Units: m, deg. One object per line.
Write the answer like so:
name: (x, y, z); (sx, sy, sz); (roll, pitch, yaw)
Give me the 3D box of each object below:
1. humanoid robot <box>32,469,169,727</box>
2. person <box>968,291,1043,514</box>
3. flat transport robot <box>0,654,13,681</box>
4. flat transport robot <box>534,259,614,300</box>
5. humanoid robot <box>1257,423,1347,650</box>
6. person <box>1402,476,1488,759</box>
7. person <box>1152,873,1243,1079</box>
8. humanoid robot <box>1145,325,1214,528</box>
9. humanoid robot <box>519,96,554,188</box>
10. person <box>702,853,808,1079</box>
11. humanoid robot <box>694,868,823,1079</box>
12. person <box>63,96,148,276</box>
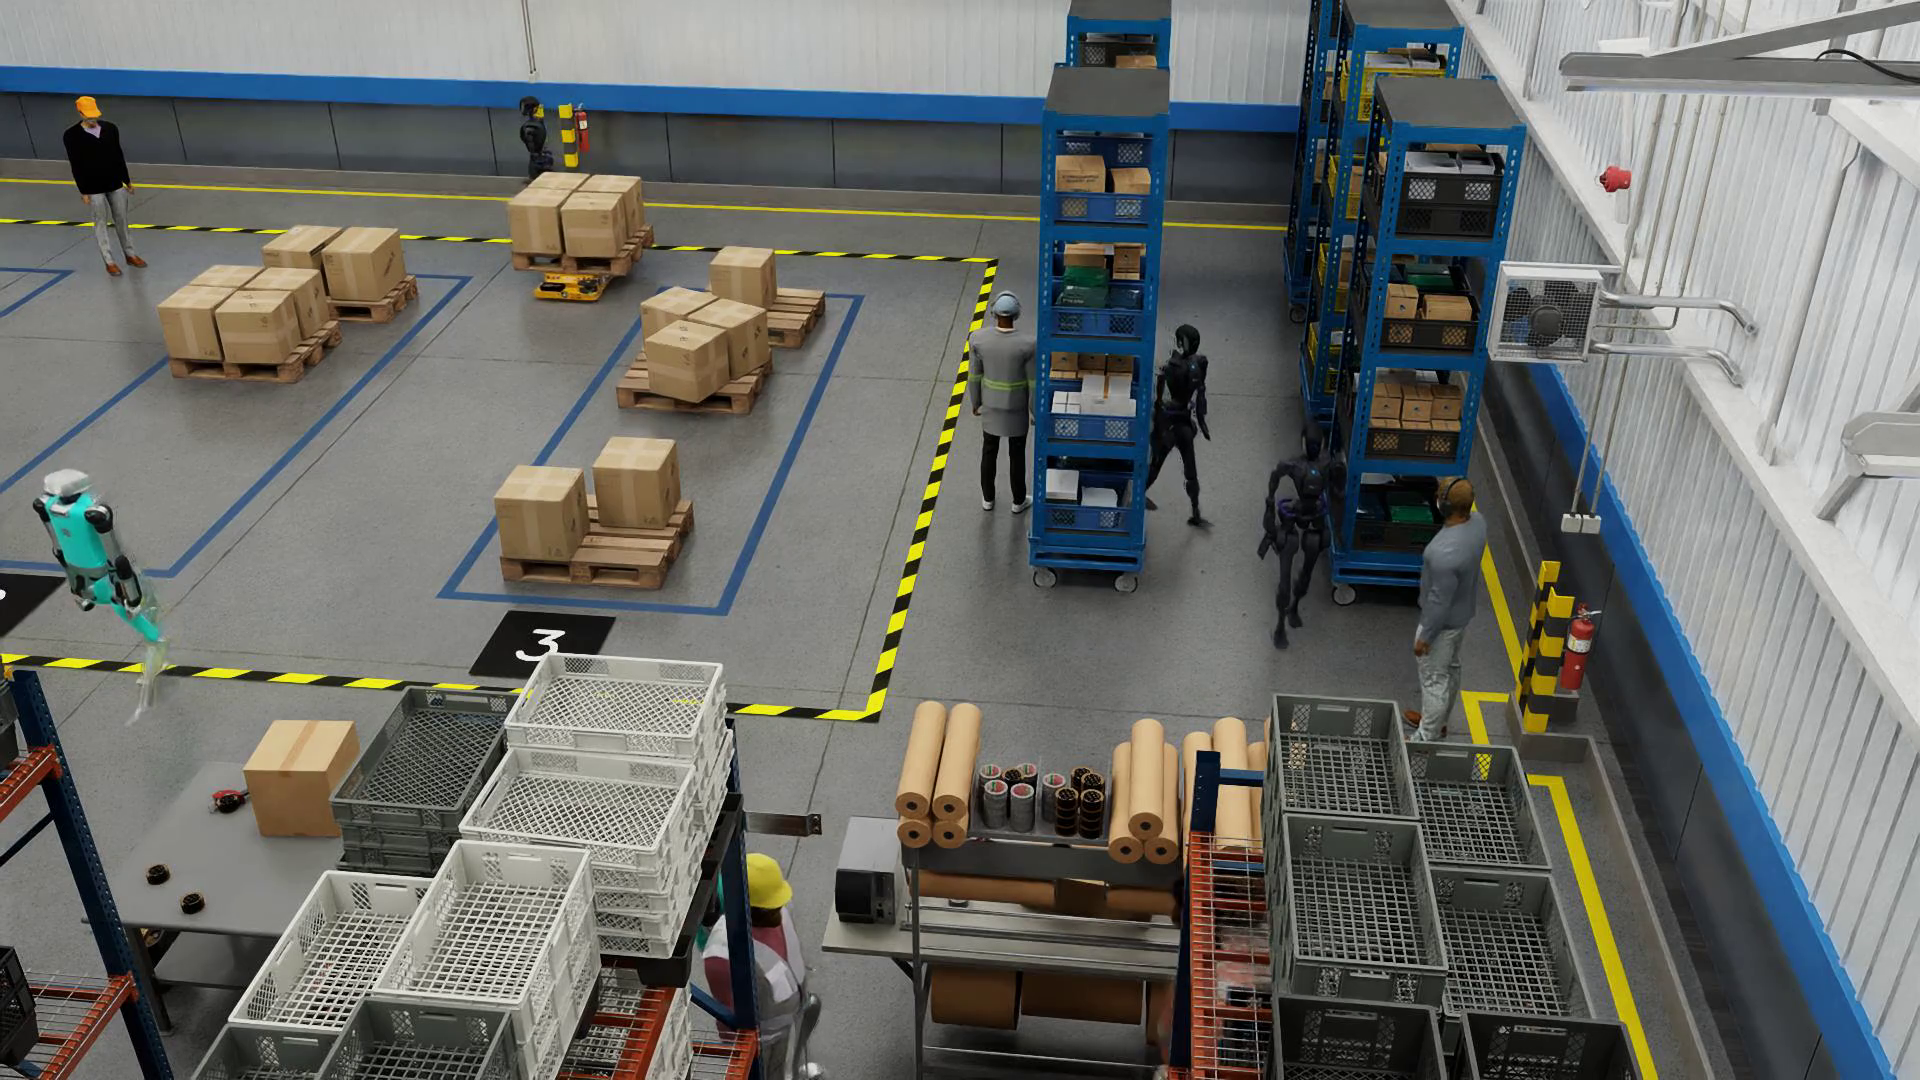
humanoid robot: (-5.411, 0.273, 10.773); (0.535, 1.794, 0.835); (9, 31, 15)
person: (0.358, -1.067, 12.933); (0.590, 1.852, 0.365); (8, 31, 13)
flat transport robot: (-7.142, 0.969, 11.010); (1.431, 0.231, 0.659); (3, 30, 6)
flat transport robot: (-3.962, -2.905, 17.635); (0.652, 0.197, 1.431); (4, 30, 7)
humanoid robot: (2.368, -0.041, 11.363); (0.616, 1.635, 0.640); (-2, 30, -4)
person: (2.949, 0.477, 10.198); (0.379, 1.936, 0.627); (19, 35, 29)
person: (1.105, 2.264, 7.161); (0.998, 1.905, 0.657); (2, 30, 4)
humanoid robot: (1.687, -0.888, 12.842); (0.602, 1.621, 0.789); (-22, 37, -33)
humanoid robot: (-4.573, -4.057, 18.239); (0.448, 1.643, 0.600); (-1, 30, -2)
person: (-0.879, 2.124, 7.470); (0.404, 1.832, 0.591); (12, 32, 20)
humanoid robot: (-0.919, 1.945, 7.854); (0.855, 1.739, 0.566); (-12, 32, -20)
person: (-8.987, -3.731, 17.483); (0.387, 1.878, 0.585); (20, 36, 31)
